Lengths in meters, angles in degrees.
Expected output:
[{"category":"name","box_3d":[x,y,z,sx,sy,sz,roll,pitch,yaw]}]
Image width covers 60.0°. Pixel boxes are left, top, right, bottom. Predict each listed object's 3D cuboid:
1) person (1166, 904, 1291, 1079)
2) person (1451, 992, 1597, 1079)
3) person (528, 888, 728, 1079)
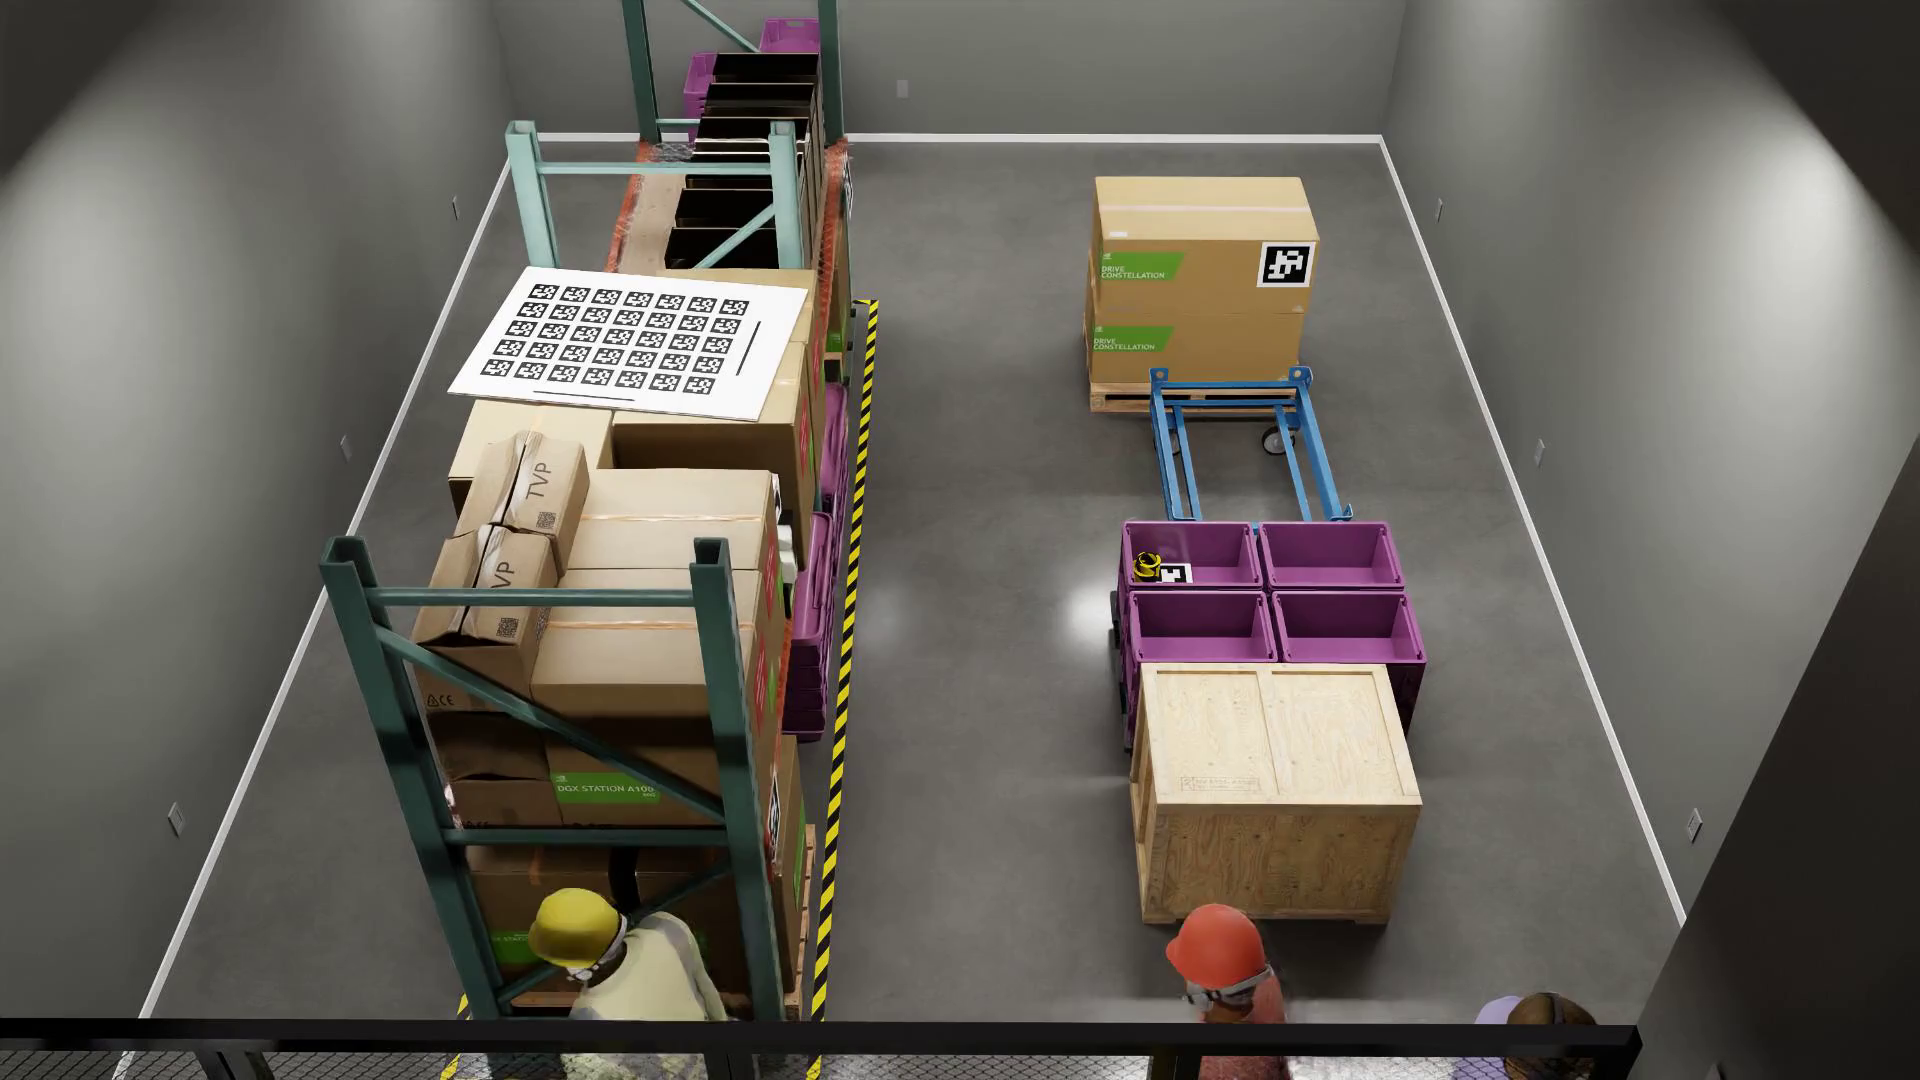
[{"category":"person","box_3d":[0.855,1.844,5.020,0.811,1.947,0.664,12,43,13]},{"category":"person","box_3d":[1.530,1.936,4.907,0.373,1.939,0.628,11,42,12]},{"category":"person","box_3d":[-0.902,1.741,5.272,0.963,1.766,0.595,12,43,13]}]
